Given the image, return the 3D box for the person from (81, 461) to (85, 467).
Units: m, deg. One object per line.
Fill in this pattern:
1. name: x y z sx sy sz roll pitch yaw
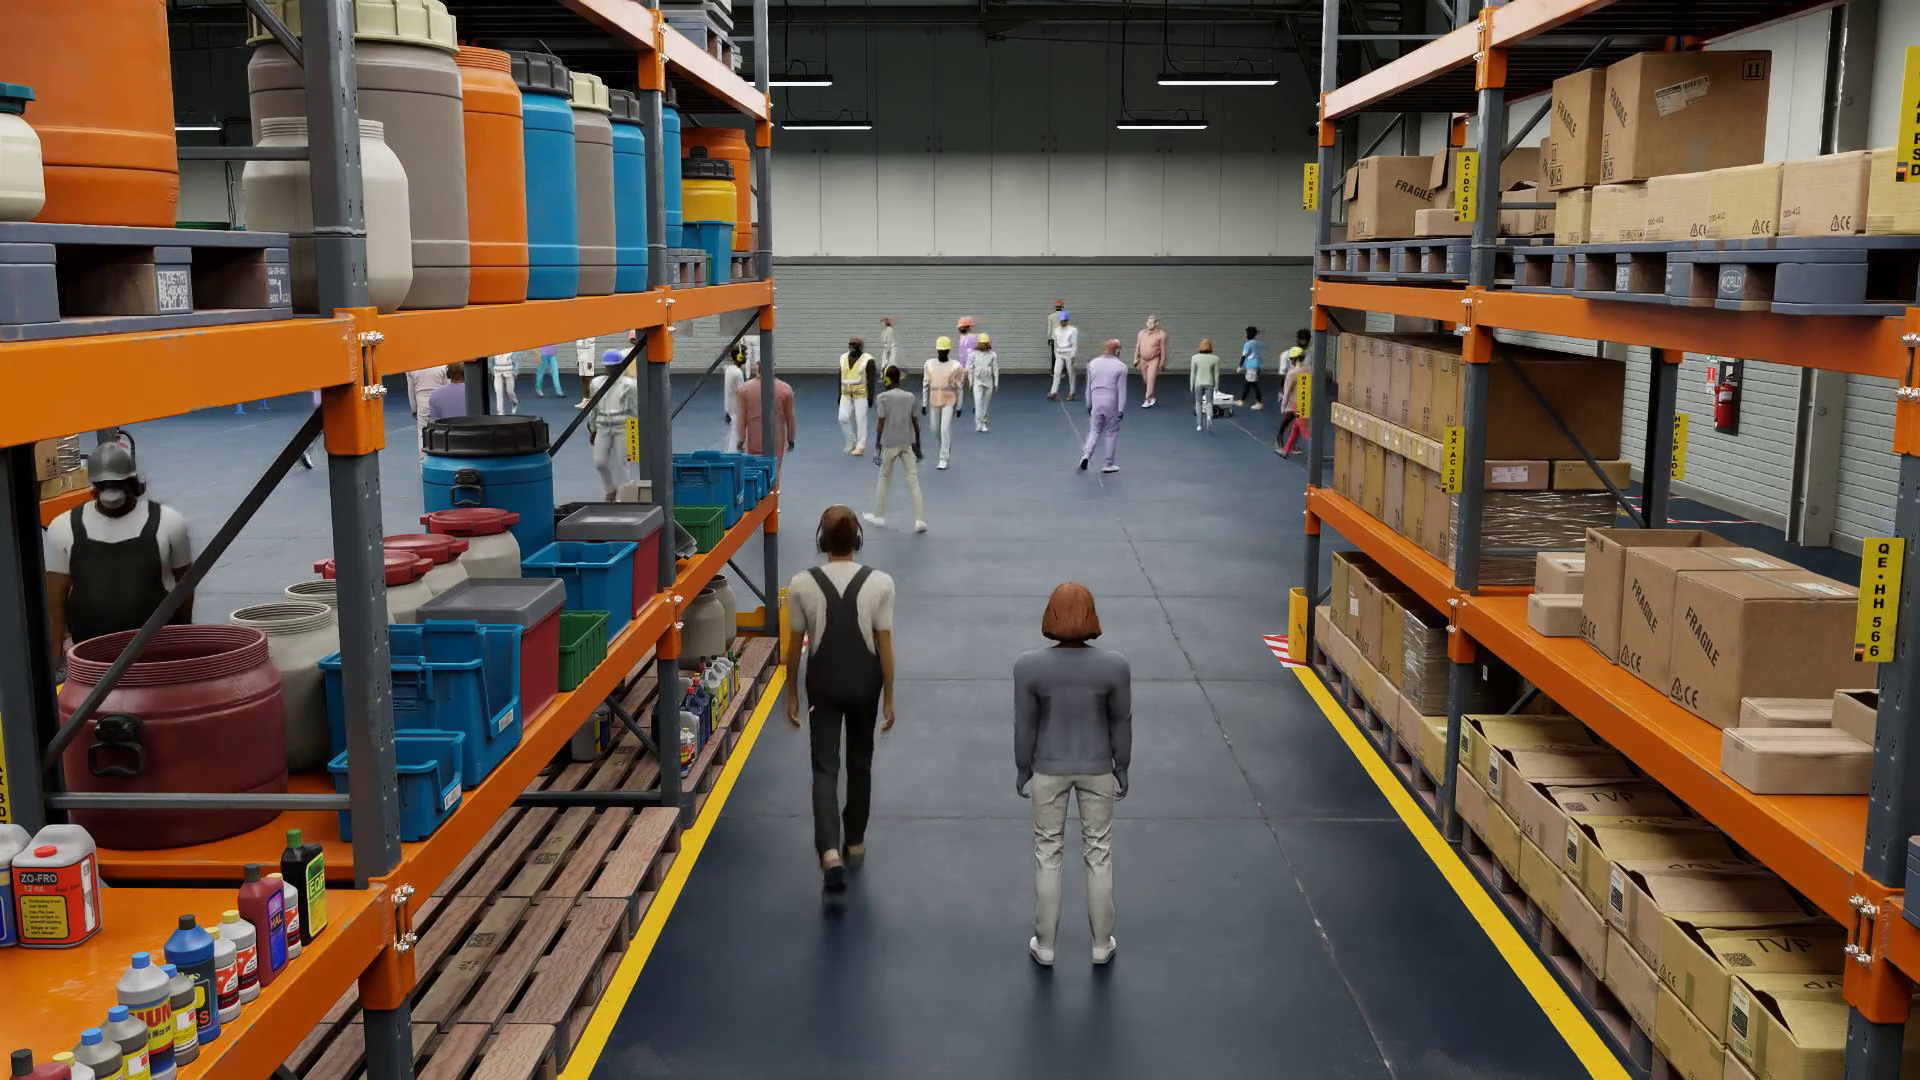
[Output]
1. person: -12.981 -1.978 23.970 0.575 1.882 0.355 0 9 1

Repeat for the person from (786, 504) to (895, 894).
1. person: -0.564 0.744 7.901 0.517 1.818 0.876 -1 10 -4

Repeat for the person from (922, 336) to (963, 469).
1. person: -0.231 -2.005 24.065 0.599 1.905 0.747 3 10 20

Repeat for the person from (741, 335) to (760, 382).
1. person: -5.152 -4.898 41.290 0.631 1.940 0.372 0 9 1

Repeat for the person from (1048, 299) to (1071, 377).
1. person: 2.575 -5.237 43.153 0.611 1.995 0.375 0 9 1

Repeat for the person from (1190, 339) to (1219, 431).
1. person: 4.289 -2.715 29.175 0.506 1.621 0.429 1 10 6

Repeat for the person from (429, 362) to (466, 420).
1. person: -5.328 -0.975 17.790 0.631 1.940 0.372 0 9 1

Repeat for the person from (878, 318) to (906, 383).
1. person: -1.684 -4.692 41.057 0.672 1.601 0.518 -5 11 -28

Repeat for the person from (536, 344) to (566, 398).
1. person: -9.040 -4.010 36.418 0.988 1.796 0.589 9 13 43

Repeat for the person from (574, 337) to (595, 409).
1. person: -7.557 -3.647 33.483 0.371 2.044 0.607 -7 12 -37

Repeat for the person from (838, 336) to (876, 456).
1. person: -1.603 -2.203 25.482 0.660 1.825 0.465 5 11 26

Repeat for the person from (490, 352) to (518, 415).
1. person: -8.736 -3.174 31.936 0.520 1.623 0.646 0 9 -1

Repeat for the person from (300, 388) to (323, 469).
1. person: -9.131 -1.973 23.909 0.585 1.899 0.902 3 10 16

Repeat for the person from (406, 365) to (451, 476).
1. person: -7.296 -1.835 23.039 0.643 1.909 0.410 0 9 1

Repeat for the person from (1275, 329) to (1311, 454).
1. person: 5.213 -2.309 25.778 0.614 1.943 0.512 -4 10 -21

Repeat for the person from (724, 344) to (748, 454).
1. person: -2.933 -1.716 22.488 0.603 1.845 0.565 -4 10 -22

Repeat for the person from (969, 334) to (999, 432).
1. person: 0.425 -2.718 28.900 0.508 1.701 0.848 -1 10 -6

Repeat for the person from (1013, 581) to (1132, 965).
1. person: 0.471 0.979 6.987 0.499 1.636 0.286 0 9 1

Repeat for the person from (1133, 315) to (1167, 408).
1. person: 3.927 -3.675 34.147 0.634 1.876 0.917 7 12 36

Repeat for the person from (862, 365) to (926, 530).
1. person: -0.719 -1.031 18.507 0.645 1.806 0.950 -6 11 -31

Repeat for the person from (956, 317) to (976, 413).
1. person: 0.098 -3.406 32.519 0.984 1.883 0.565 -5 11 -27

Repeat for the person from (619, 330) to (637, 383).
1. person: -5.140 -2.414 26.462 0.566 1.919 0.433 -2 10 -11

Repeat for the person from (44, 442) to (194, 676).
1. person: -4.422 0.507 8.738 0.698 2.000 0.654 -3 10 -16

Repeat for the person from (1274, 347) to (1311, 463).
1. person: 5.007 -2.000 24.618 0.534 1.702 0.949 -7 12 -38

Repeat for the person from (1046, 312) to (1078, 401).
1. person: 2.213 -3.913 35.491 0.618 1.891 0.986 6 11 31

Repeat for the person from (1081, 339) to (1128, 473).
1. person: 2.033 -1.884 23.433 0.670 1.876 0.602 7 12 35

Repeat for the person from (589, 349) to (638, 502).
1. person: -4.103 -1.296 19.711 0.634 1.935 0.439 1 10 8

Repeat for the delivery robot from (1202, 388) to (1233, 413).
1. delivery robot: 4.908 -2.673 31.943 0.707 0.478 0.477 -7 12 -35

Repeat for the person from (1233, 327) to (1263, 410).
1. person: 5.797 -3.466 33.522 0.823 1.652 0.544 7 12 35

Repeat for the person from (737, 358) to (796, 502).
1. person: -2.247 -1.208 19.361 0.677 1.871 0.907 -1 10 -5
